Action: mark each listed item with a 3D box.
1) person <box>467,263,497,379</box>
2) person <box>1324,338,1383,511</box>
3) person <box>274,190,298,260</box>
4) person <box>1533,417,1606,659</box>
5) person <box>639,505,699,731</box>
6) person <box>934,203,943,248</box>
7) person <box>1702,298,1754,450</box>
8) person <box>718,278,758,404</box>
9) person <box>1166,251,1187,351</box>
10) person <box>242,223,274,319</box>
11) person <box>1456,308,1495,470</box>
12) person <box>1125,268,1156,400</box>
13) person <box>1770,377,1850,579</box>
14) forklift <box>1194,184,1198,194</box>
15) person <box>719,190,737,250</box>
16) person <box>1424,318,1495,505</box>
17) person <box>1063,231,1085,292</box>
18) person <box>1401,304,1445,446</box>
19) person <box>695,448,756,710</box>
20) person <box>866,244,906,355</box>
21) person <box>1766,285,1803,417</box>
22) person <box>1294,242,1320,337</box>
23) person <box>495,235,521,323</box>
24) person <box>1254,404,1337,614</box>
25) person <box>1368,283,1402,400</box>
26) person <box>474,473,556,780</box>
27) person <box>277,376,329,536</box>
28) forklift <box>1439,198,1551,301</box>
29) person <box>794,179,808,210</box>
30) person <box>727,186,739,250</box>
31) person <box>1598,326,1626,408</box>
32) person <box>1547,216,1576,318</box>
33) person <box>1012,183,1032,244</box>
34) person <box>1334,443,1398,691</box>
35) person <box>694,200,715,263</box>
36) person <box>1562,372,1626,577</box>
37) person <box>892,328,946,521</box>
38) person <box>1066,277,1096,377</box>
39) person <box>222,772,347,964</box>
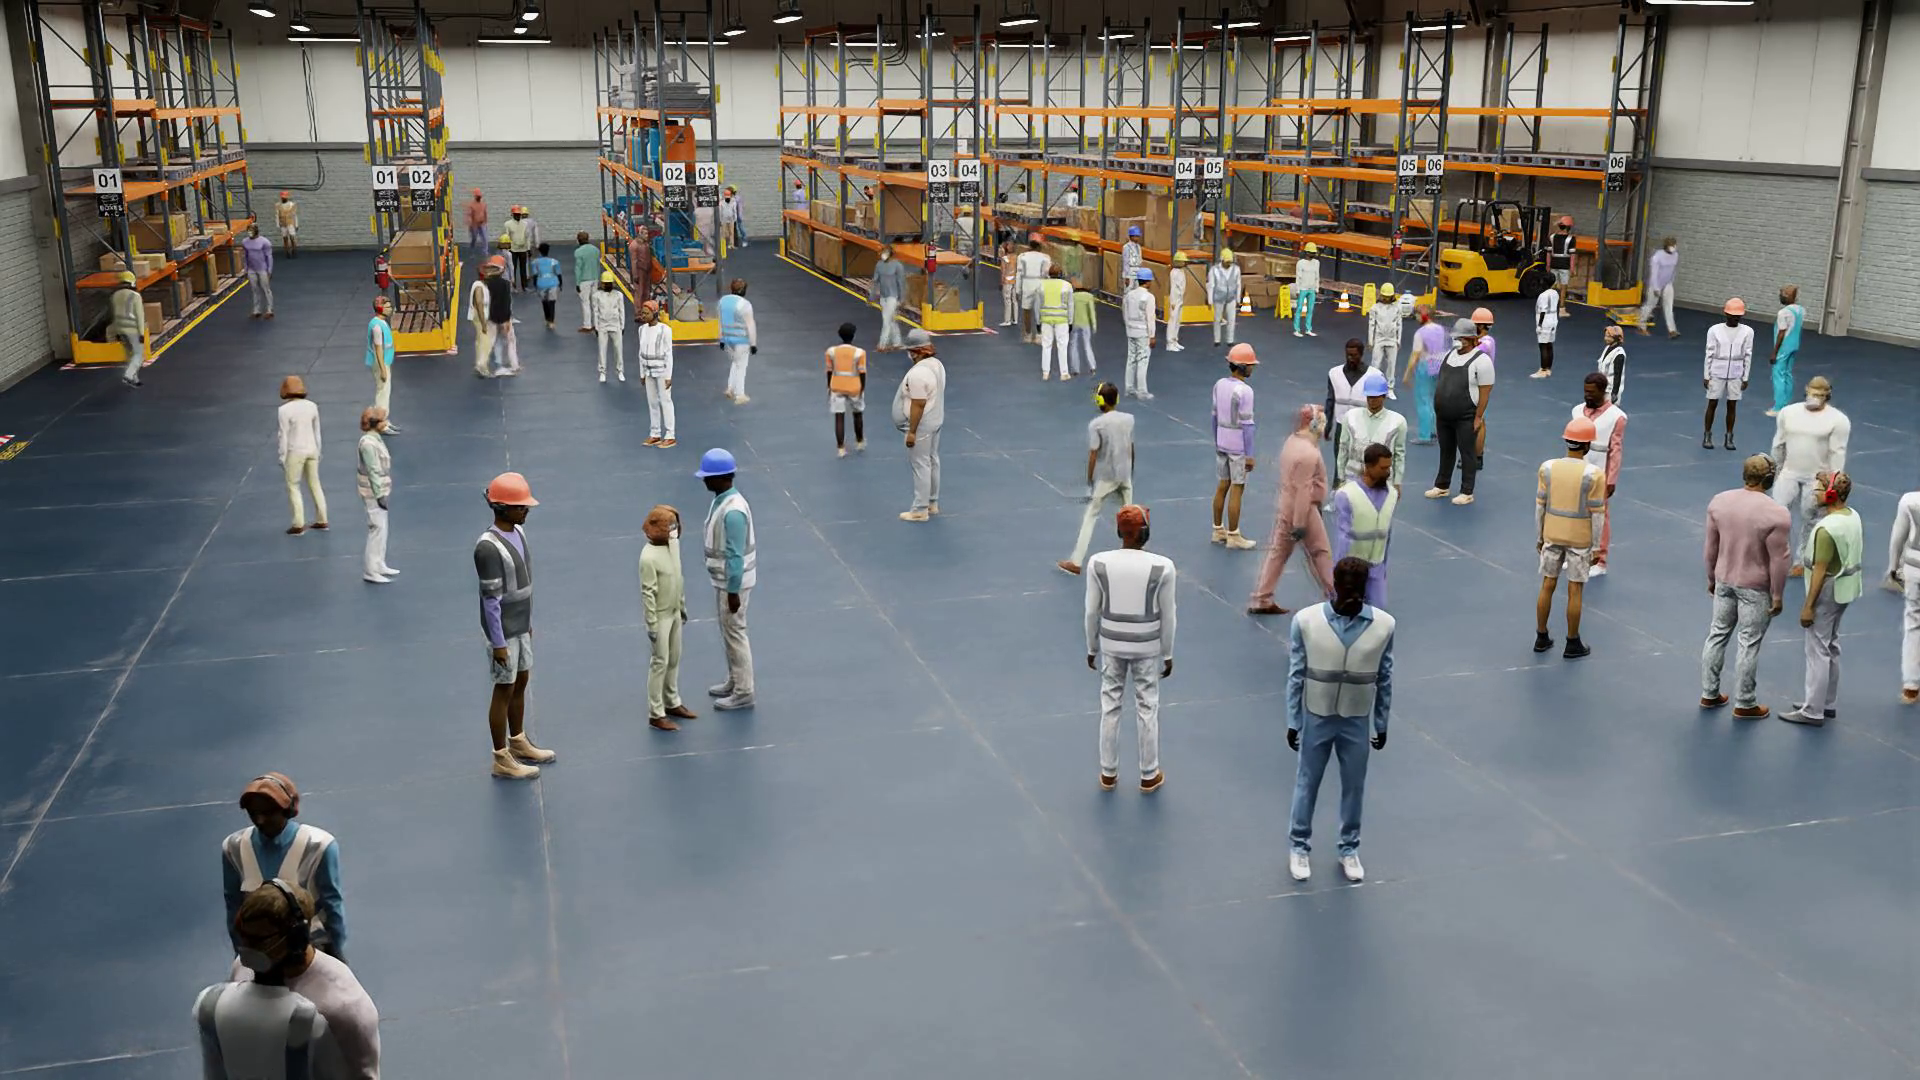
[{"bbox_3d":[-7.610,-3.484,26.455,0.420,1.834,0.566,-2,15,-9],"label":"person"},{"bbox_3d":[4.198,-1.218,17.798,0.605,1.905,0.404,8,17,27],"label":"person"},{"bbox_3d":[-18.579,-8.680,45.864,0.561,1.897,0.855,-4,15,-15],"label":"person"},{"bbox_3d":[4.841,-0.022,13.216,0.546,1.938,0.360,13,20,41],"label":"person"},{"bbox_3d":[-2.069,0.540,11.707,0.294,1.623,0.507,4,15,16],"label":"person"},{"bbox_3d":[-0.594,-9.241,48.297,0.312,1.736,0.483,-1,15,-4],"label":"person"},{"bbox_3d":[9.703,-2.097,21.045,0.544,1.930,0.388,4,15,15],"label":"person"},{"bbox_3d":[-3.221,-2.892,24.225,0.661,1.829,0.454,12,19,37],"label":"person"},{"bbox_3d":[3.851,-4.221,29.392,0.321,1.742,0.492,7,17,26],"label":"person"},{"bbox_3d":[-14.155,-5.425,33.548,0.633,1.936,0.353,3,15,9],"label":"person"},{"bbox_3d":[6.200,-1.809,19.942,0.358,1.938,0.542,6,16,22],"label":"person"},{"bbox_3d":[2.681,-3.055,24.638,0.416,1.939,0.613,-9,17,-31],"label":"person"},{"bbox_3d":[7.667,-0.533,15.193,0.658,1.905,0.762,13,20,40],"label":"person"},{"bbox_3d":[7.392,-11.333,53.972,1.873,2.768,1.129,-4,15,-15],"label":"forklift"},{"bbox_3d":[-6.812,-9.381,48.803,0.559,1.745,0.333,-5,16,-17],"label":"person"},{"bbox_3d":[5.458,-1.417,18.271,0.538,2.000,0.686,-9,17,-30],"label":"person"},{"bbox_3d":[2.346,-5.586,34.627,0.555,1.691,0.942,-8,17,-28],"label":"person"},{"bbox_3d":[5.963,-2.115,21.317,0.456,1.818,0.577,13,20,40],"label":"person"},{"bbox_3d":[-1.689,0.278,12.098,0.418,1.938,0.616,-4,15,-15],"label":"person"},{"bbox_3d":[-1.327,-4.177,28.923,0.953,1.895,0.634,-14,20,-43],"label":"person"},{"bbox_3d":[11.535,-2.637,23.262,0.549,1.835,0.386,-10,18,-33],"label":"person"},{"bbox_3d":[6.493,-4.674,31.070,0.526,1.760,0.340,-7,16,-25],"label":"person"},{"bbox_3d":[-8.986,-5.172,32.969,0.491,1.743,0.324,11,19,36],"label":"person"},{"bbox_3d":[3.023,-0.238,14.185,1.011,1.855,0.653,-1,15,-5],"label":"person"},{"bbox_3d":[6.280,-2.934,24.576,0.493,1.729,0.323,-1,15,-2],"label":"person"},{"bbox_3d":[-2.908,0.558,10.859,0.404,2.035,0.606,1,15,5],"label":"person"},{"bbox_3d":[-6.735,-0.869,17.021,0.320,1.618,0.506,7,16,25],"label":"person"},{"bbox_3d":[11.913,-6.508,37.130,2.313,2.155,1.214,-4,15,-15],"label":"forklift"},{"bbox_3d":[-4.968,-10.256,51.730,0.373,1.934,0.551,11,19,36],"label":"person"},{"bbox_3d":[-6.702,-9.494,49.055,0.342,1.839,0.503,0,15,-1],"label":"person"},{"bbox_3d":[8.091,-1.850,20.692,0.313,1.633,0.518,1,15,3],"label":"person"},{"bbox_3d":[12.235,-5.559,33.849,0.397,2.043,0.609,-12,19,-39],"label":"person"},{"bbox_3d":[1.957,-10.014,51.024,0.635,1.839,0.637,3,15,12],"label":"person"},{"bbox_3d":[2.985,0.169,12.606,0.605,1.892,0.789,-8,17,-28],"label":"person"},{"bbox_3d":[-6.656,-7.945,43.129,0.658,1.893,0.542,-11,19,-36],"label":"person"},{"bbox_3d":[5.928,-0.625,15.554,0.387,1.907,0.600,-7,17,-26],"label":"person"},{"bbox_3d":[-0.449,-1.227,17.555,0.538,2.000,0.682,5,16,18],"label":"person"},{"bbox_3d":[1.884,-3.414,26.627,0.574,1.601,0.306,-1,15,-5],"label":"person"},{"bbox_3d":[-2.866,1.756,7.121,0.509,1.628,0.318,0,15,1],"label":"person"}]
